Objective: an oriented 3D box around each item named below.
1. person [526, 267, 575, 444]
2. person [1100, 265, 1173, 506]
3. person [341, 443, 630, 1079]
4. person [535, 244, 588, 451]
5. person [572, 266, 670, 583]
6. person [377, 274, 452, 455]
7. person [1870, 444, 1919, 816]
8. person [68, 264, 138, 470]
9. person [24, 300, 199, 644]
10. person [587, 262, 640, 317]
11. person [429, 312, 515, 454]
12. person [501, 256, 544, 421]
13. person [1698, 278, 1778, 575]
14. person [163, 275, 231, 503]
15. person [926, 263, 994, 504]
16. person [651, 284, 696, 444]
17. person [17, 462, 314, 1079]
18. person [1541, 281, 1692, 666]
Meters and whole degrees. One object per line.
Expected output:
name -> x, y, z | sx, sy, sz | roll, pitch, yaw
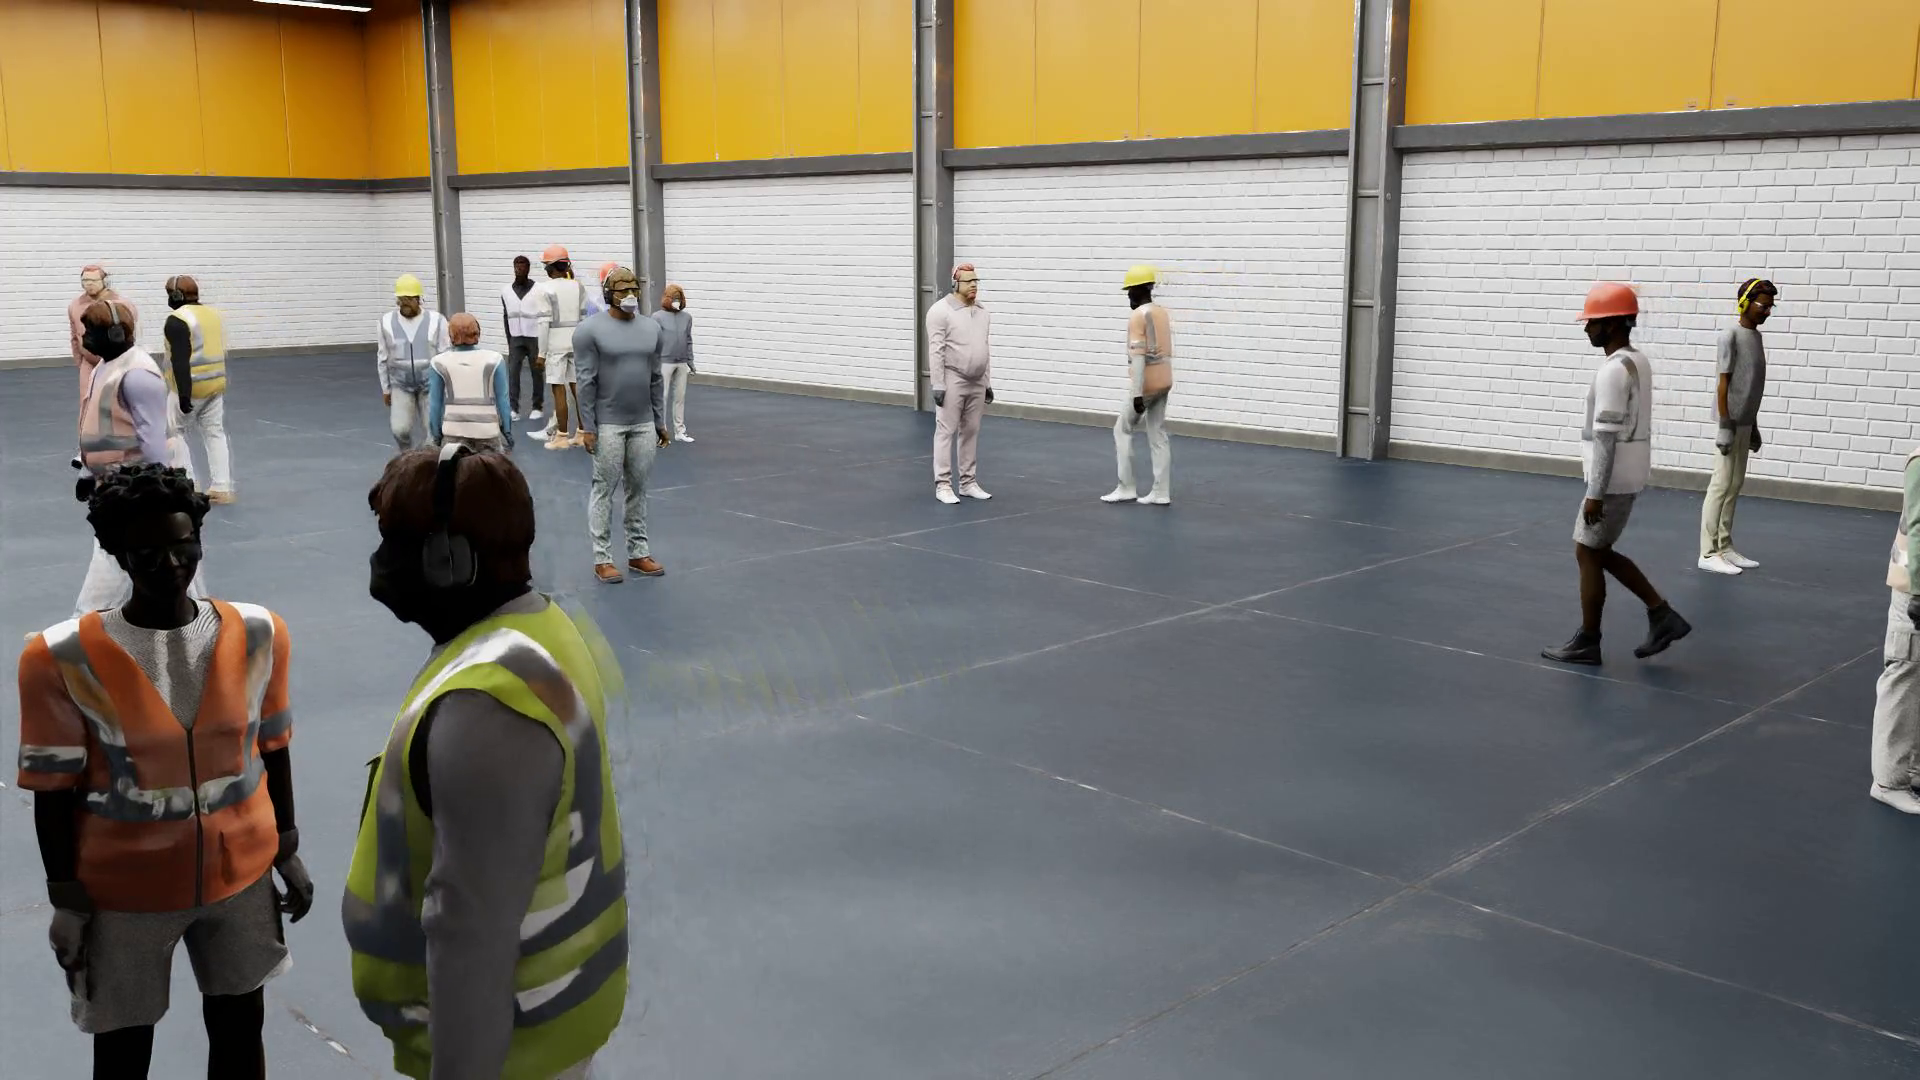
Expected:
person -> -4.060, -1.899, 17.100 | 0.948, 1.818, 0.517 | -7, 13, -34
person -> 1.420, -1.221, 13.183 | 0.689, 1.893, 0.611 | 8, 13, 35
person -> -0.660, 0.747, 2.663 | 0.721, 1.825, 0.624 | -2, 11, -12
person -> -3.961, -1.900, 16.493 | 0.391, 2.045, 0.608 | 8, 13, 37
person -> -2.086, -0.715, 10.321 | 0.627, 1.941, 0.373 | -10, 14, -42
person -> -4.488, -1.280, 13.744 | 0.609, 1.818, 0.419 | -2, 11, -12
person -> 3.628, 0.192, 6.197 | 0.513, 1.639, 0.313 | -10, 14, -42
person -> -7.808, -1.556, 15.121 | 0.644, 1.859, 0.979 | -1, 10, -6
person -> -4.350, -0.305, 8.471 | 0.944, 1.798, 0.637 | -8, 13, -36
person -> -3.440, -1.853, 16.738 | 1.032, 1.862, 0.562 | 9, 13, 39
person -> -3.252, -0.701, 11.087 | 0.552, 1.619, 0.390 | -2, 11, -10
person -> -5.003, -2.299, 19.107 | 0.606, 1.887, 0.868 | 1, 10, 3
person -> 4.959, -0.724, 10.579 | 0.518, 1.865, 0.330 | -10, 14, -42
person -> -6.120, -1.182, 13.183 | 0.626, 1.818, 0.655 | 1, 10, 7
person -> 0.031, -1.252, 13.333 | 0.637, 1.911, 0.403 | -10, 14, -42
person -> -2.943, -1.804, 17.090 | 0.498, 1.633, 0.282 | -10, 14, -42
person -> -1.573, 0.684, 3.348 | 0.530, 1.697, 0.321 | -10, 14, -42
person -> 3.248, -0.301, 8.156 | 0.577, 1.921, 0.550 | 7, 13, 34
